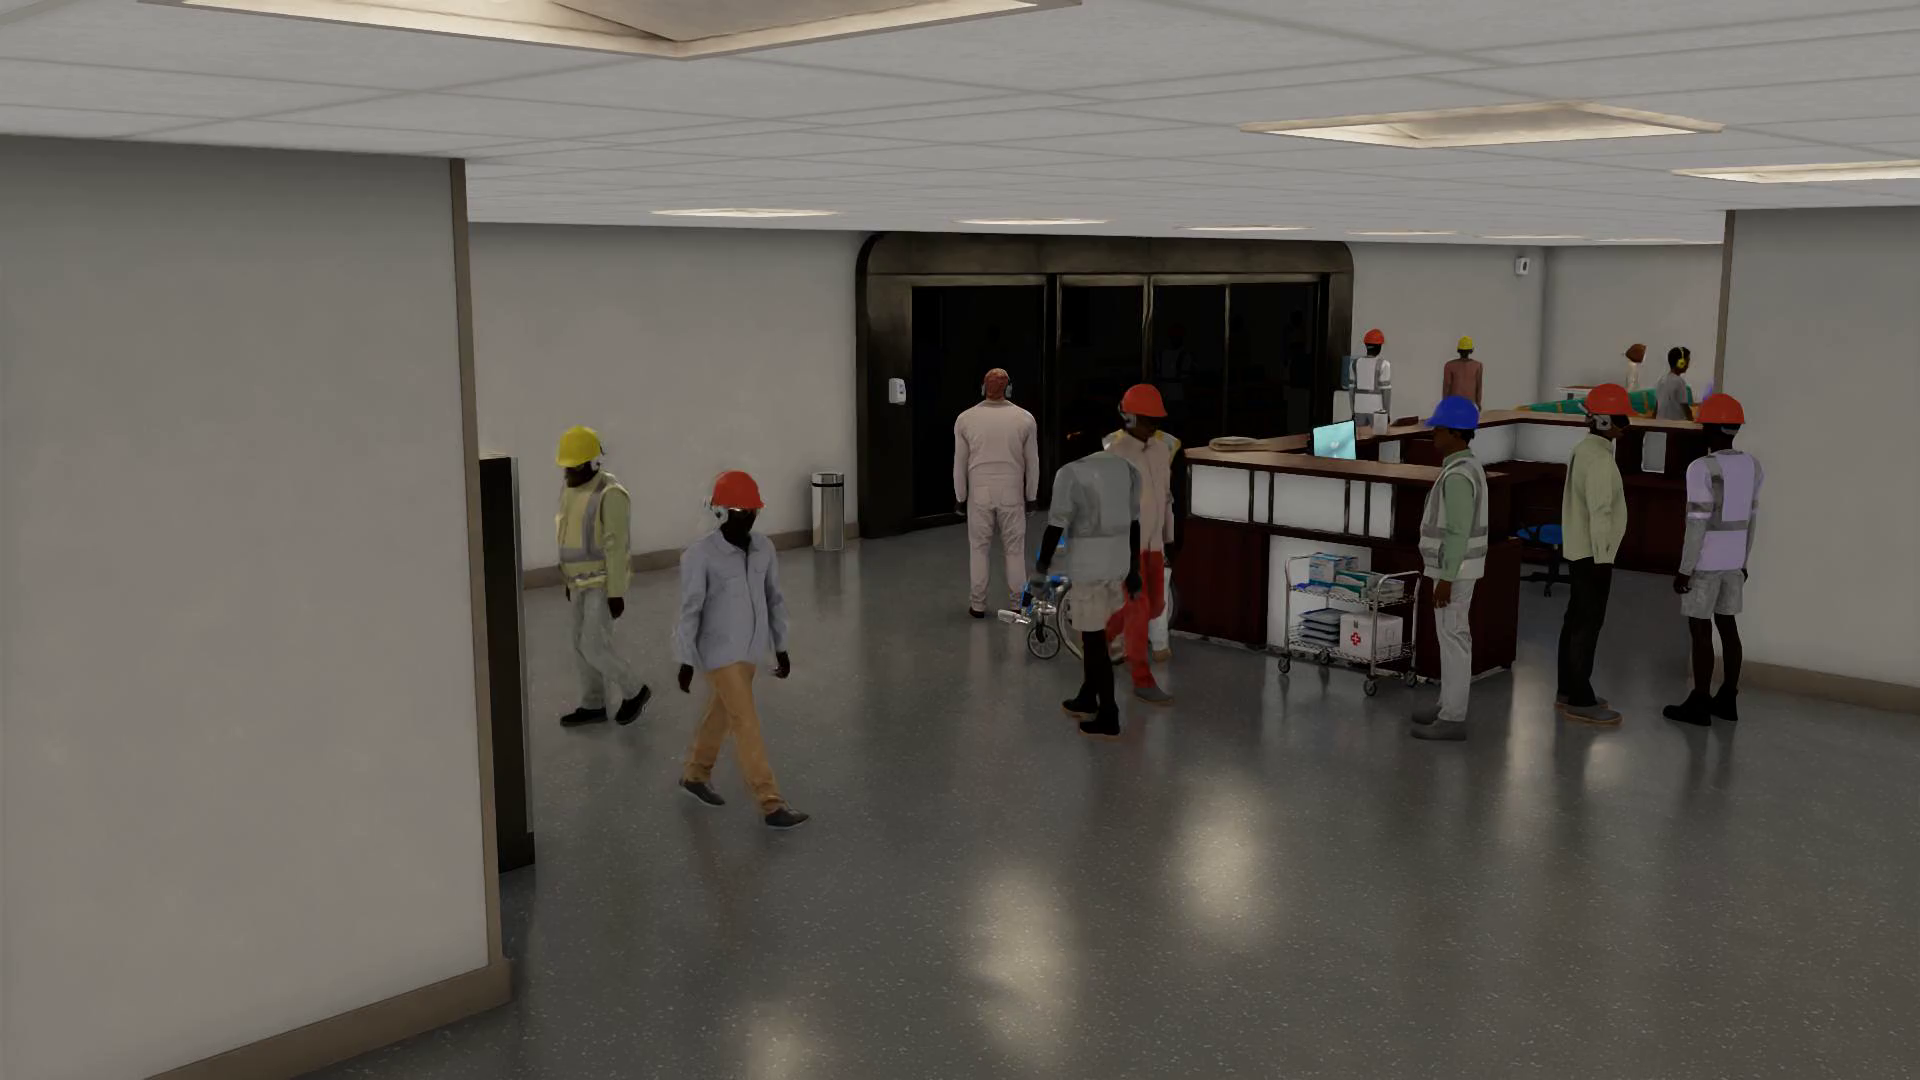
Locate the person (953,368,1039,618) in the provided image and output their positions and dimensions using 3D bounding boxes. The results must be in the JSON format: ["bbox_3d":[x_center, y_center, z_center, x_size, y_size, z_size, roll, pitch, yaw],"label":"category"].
[{"bbox_3d":[0.276,-0.353,12.682,0.652,1.906,0.402,0,9,1],"label":"person"}]

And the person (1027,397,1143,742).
[{"bbox_3d":[0.686,0.152,9.504,0.612,1.926,0.778,-9,13,-44],"label":"person"}]

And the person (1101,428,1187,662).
[{"bbox_3d":[1.216,-0.084,11.277,0.633,1.836,0.429,3,10,15],"label":"person"}]

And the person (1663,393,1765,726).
[{"bbox_3d":[4.389,0.114,9.725,0.553,1.935,0.363,-5,10,-26],"label":"person"}]

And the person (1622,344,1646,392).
[{"bbox_3d":[9.418,-1.947,23.338,0.446,1.608,0.613,3,10,15],"label":"person"}]

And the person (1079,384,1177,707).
[{"bbox_3d":[1.030,0.009,10.274,0.759,1.968,0.632,8,12,41],"label":"person"}]

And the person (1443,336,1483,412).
[{"bbox_3d":[6.723,-1.842,22.251,0.528,1.765,0.327,0,9,2],"label":"person"}]

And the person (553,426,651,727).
[{"bbox_3d":[-2.084,0.231,9.472,0.514,1.790,0.661,-8,12,-40],"label":"person"}]

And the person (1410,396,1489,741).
[{"bbox_3d":[2.780,0.159,9.406,0.380,1.951,0.603,3,10,17],"label":"person"}]

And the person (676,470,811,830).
[{"bbox_3d":[-1.062,0.510,7.997,0.923,1.703,0.582,7,11,36],"label":"person"}]

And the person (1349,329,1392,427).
[{"bbox_3d":[4.958,-1.573,20.070,0.545,1.938,0.362,8,12,42],"label":"person"}]

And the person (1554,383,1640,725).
[{"bbox_3d":[3.740,0.074,9.794,0.387,1.992,0.626,2,9,10],"label":"person"}]
